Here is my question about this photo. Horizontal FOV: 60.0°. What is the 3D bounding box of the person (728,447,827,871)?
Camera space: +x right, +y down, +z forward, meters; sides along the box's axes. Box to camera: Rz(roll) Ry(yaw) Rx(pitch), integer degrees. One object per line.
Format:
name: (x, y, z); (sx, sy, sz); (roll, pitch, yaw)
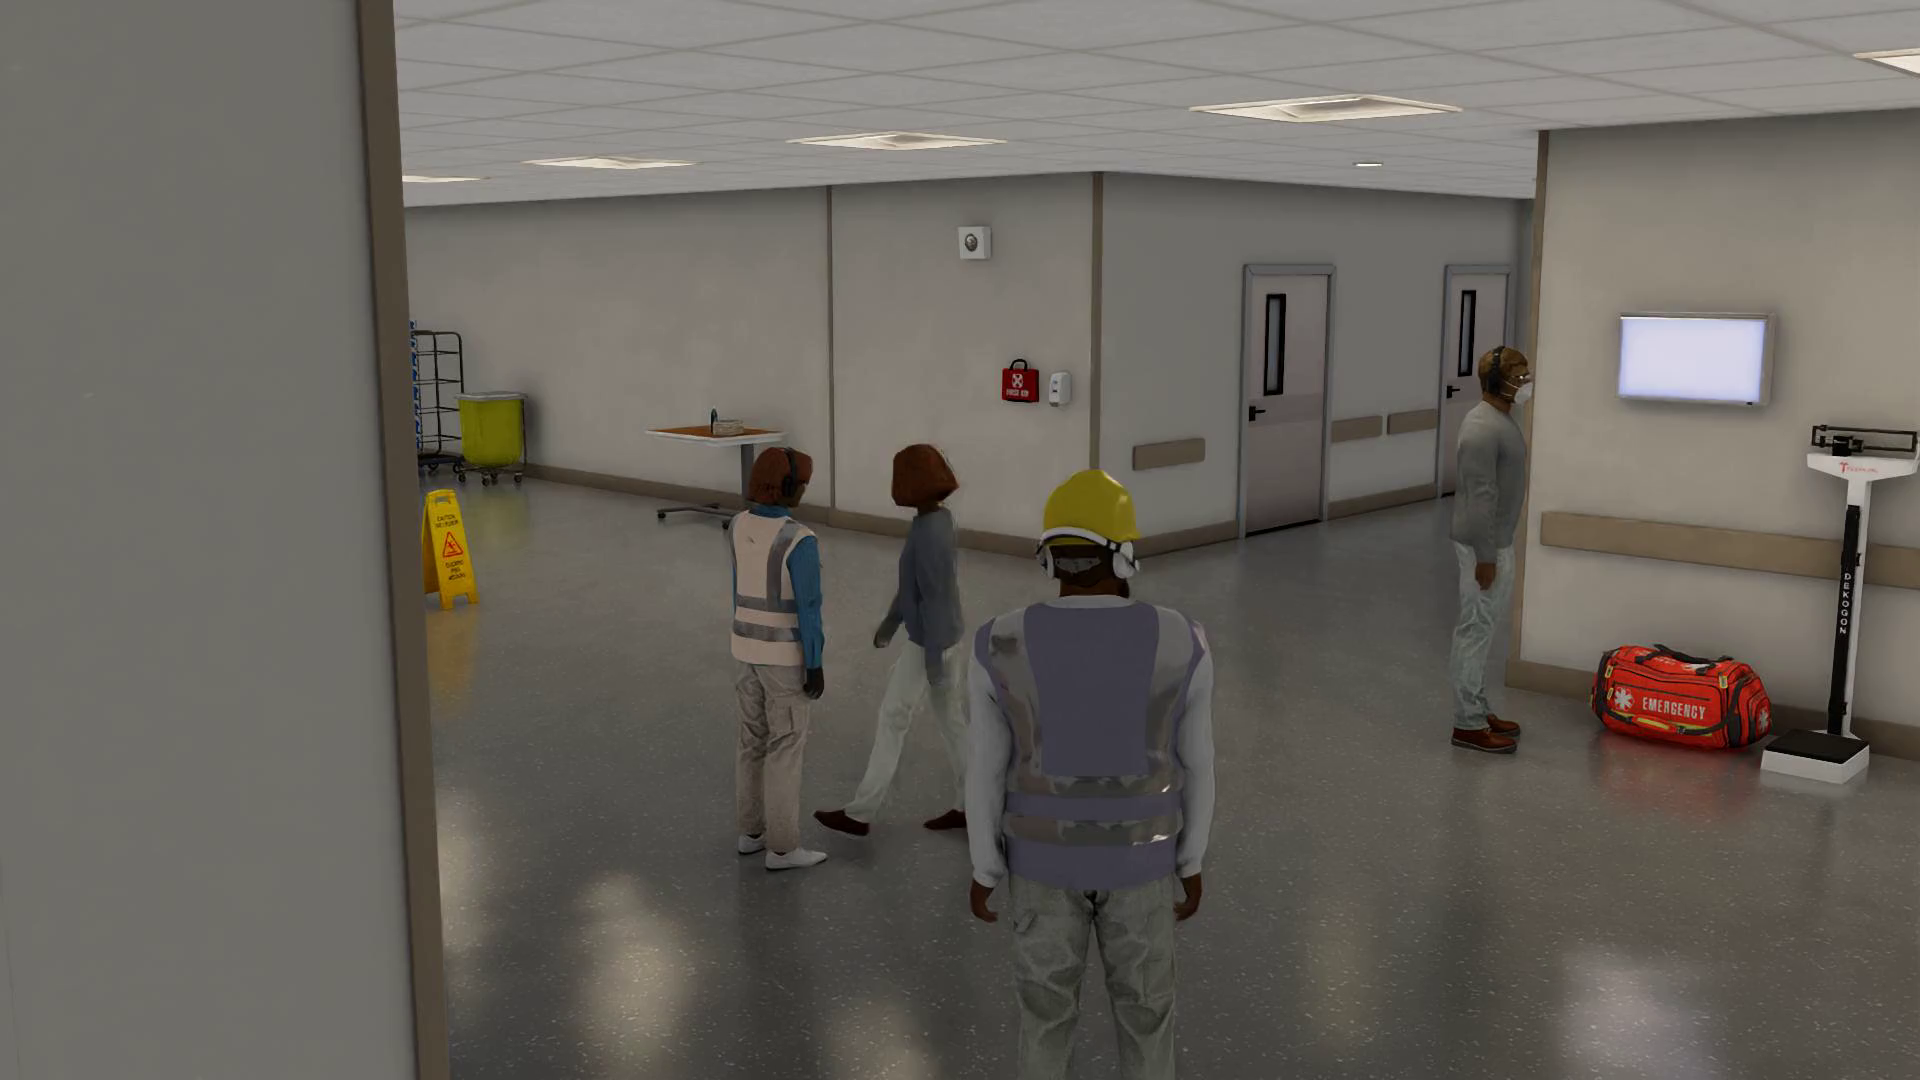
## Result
person: (-0.704, 0.455, 6.377); (0.321, 1.631, 0.522); (-8, 12, -41)

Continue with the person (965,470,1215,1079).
person: (0.308, 0.746, 3.991); (0.591, 1.828, 0.404); (0, 9, 1)

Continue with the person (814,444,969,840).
person: (-0.228, 0.419, 6.738); (0.581, 1.605, 0.535); (2, 9, 11)

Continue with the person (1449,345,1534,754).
person: (2.552, 0.037, 7.999); (0.372, 1.940, 0.630); (4, 10, 23)
